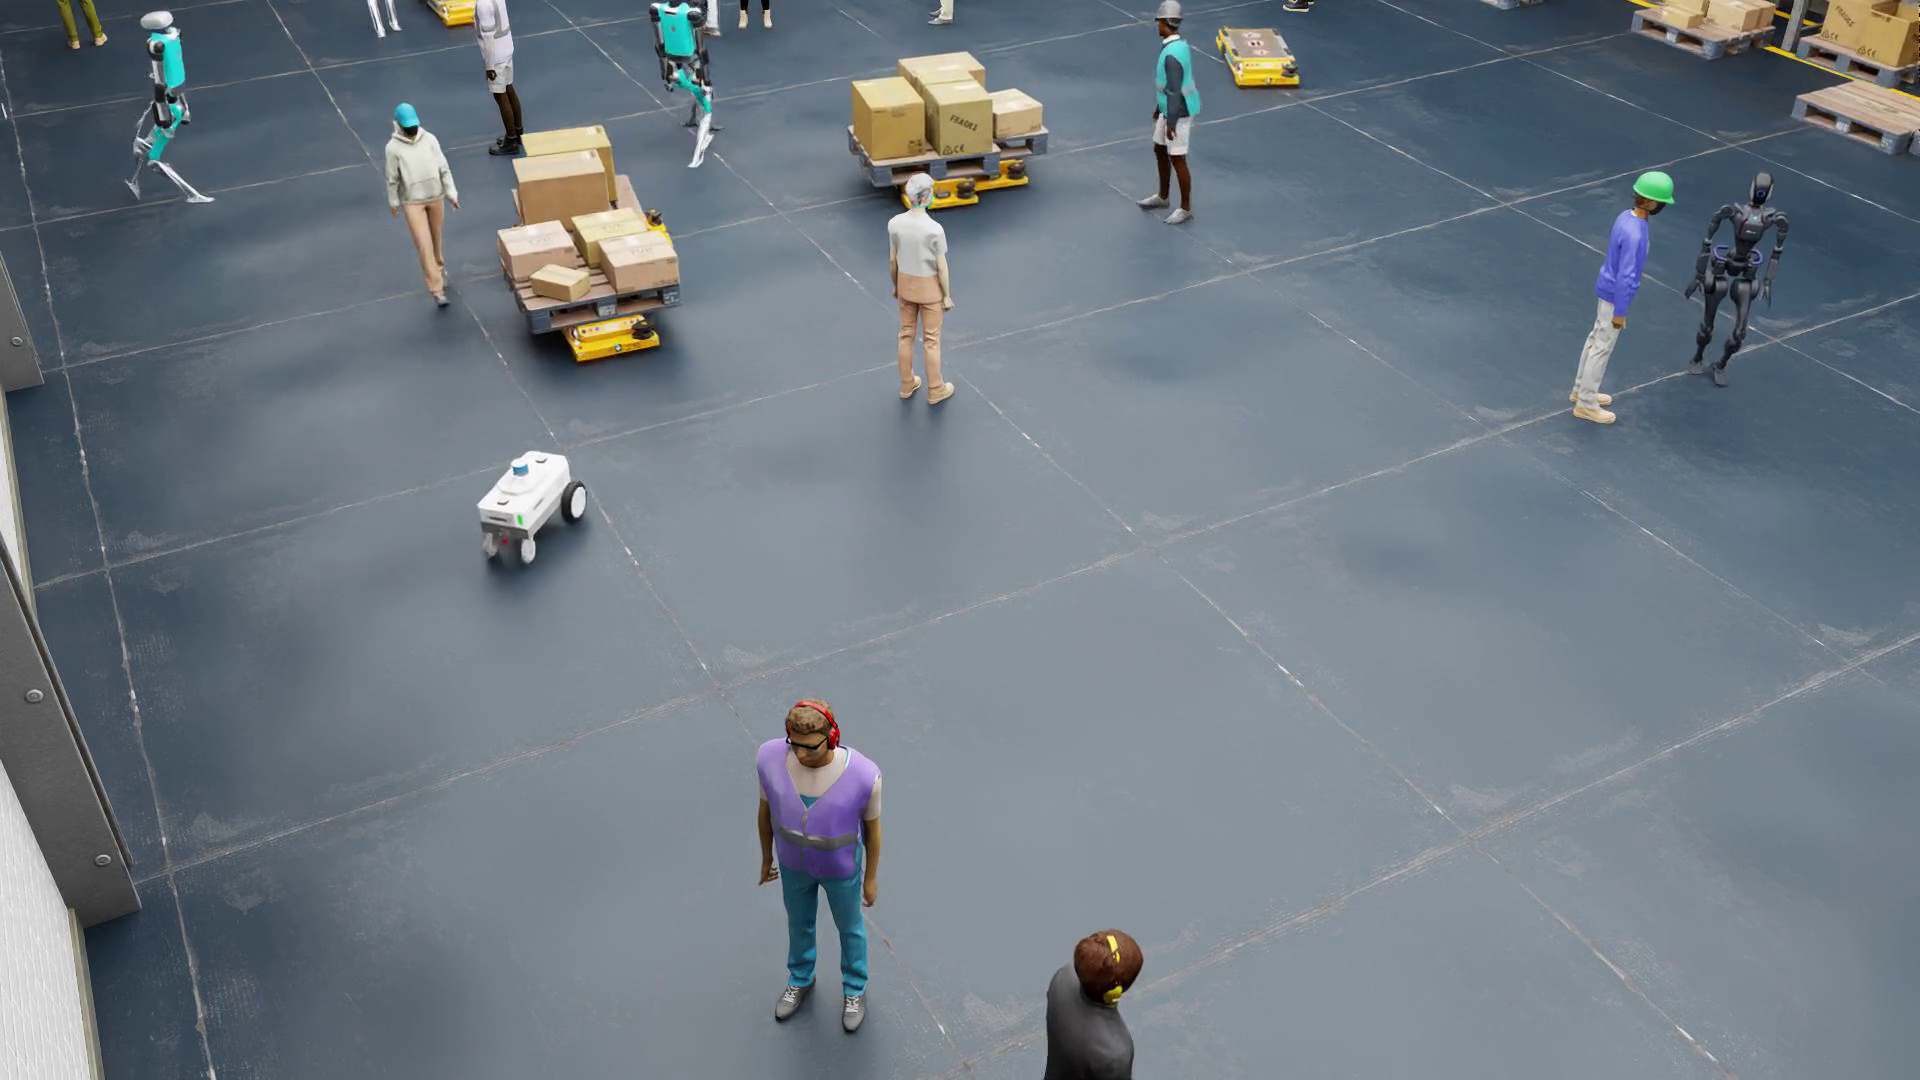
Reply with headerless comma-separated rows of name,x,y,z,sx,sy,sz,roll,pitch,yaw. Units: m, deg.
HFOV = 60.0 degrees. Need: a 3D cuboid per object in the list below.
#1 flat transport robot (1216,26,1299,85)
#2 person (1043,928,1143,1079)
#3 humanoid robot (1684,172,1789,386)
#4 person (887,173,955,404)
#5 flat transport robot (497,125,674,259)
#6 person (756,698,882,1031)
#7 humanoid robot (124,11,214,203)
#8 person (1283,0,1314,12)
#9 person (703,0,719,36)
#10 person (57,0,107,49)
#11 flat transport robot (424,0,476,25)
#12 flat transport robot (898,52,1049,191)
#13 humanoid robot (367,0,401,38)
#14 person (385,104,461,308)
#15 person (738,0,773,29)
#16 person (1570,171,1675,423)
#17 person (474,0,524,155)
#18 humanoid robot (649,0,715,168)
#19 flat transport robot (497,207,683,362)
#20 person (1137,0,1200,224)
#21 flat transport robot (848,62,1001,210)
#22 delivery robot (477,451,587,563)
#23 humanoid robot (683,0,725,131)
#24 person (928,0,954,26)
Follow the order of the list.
flat transport robot,3.273,-5.347,18.350,0.659,0.231,1.431,-1,35,-2
person,0.472,2.148,6.259,0.343,1.868,0.495,-12,37,-16
humanoid robot,5.697,-1.933,12.249,0.600,1.639,0.455,8,36,11
person,-0.280,-1.803,12.009,0.481,1.739,0.320,17,38,22
flat transport robot,-3.244,-2.572,14.388,1.431,0.231,0.659,-11,37,-15
person,-0.608,1.412,7.326,0.565,1.846,0.390,8,36,11
humanoid robot,-7.340,-3.841,14.935,0.969,1.765,0.555,-1,35,-1
person,4.116,-7.253,19.605,0.376,1.957,0.609,12,37,17
person,-3.066,-6.681,18.859,0.686,1.862,0.586,23,41,30
person,-9.981,-6.405,18.495,0.518,1.837,0.379,-15,38,-20
flat transport robot,-6.055,-6.518,20.022,0.659,0.231,1.431,-18,39,-24
flat transport robot,0.100,-3.728,16.038,0.659,0.231,1.431,-11,37,-16
humanoid robot,-6.617,-6.625,18.883,0.560,1.739,0.851,-14,37,-19
person,-4.278,-2.690,13.355,0.478,1.639,0.808,-23,41,-29
person,-2.385,-6.728,19.079,0.532,1.692,0.320,-2,35,-2
person,4.691,-1.728,11.793,0.372,1.867,0.461,9,36,13
person,-4.469,-4.650,15.913,0.381,1.929,0.541,0,35,0
humanoid robot,-2.507,-4.508,15.887,0.542,1.757,0.877,12,37,16
flat transport robot,-2.944,-1.881,13.401,0.659,0.231,1.431,-15,38,-20
person,1.888,-3.765,14.688,0.507,1.904,0.631,1,35,2
flat transport robot,-0.351,-3.485,15.692,0.659,0.231,1.431,-10,36,-14
delivery robot,-2.825,-0.259,10.823,0.499,0.580,0.757,9,36,13
humanoid robot,-2.604,-4.876,16.460,0.354,1.654,0.599,-9,36,-13
person,-0.195,-6.890,19.179,0.373,1.843,0.568,3,35,4
